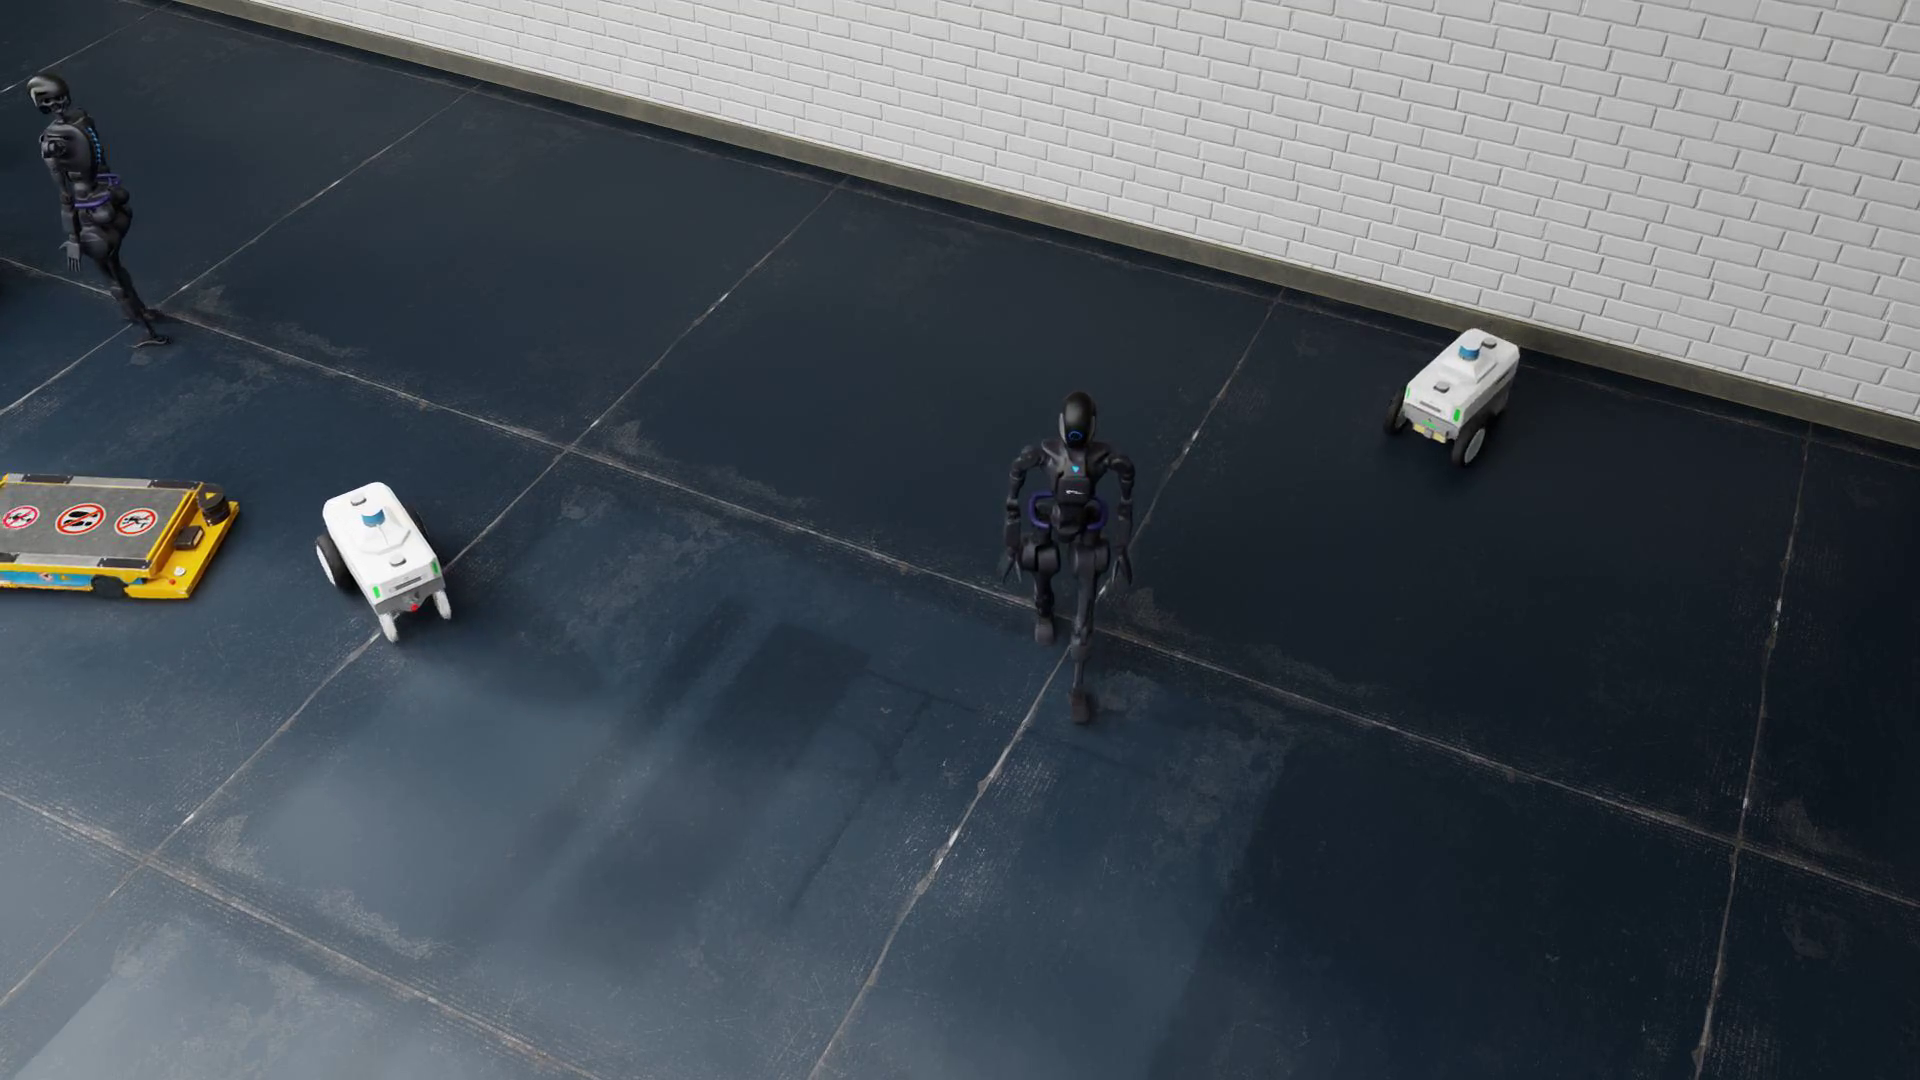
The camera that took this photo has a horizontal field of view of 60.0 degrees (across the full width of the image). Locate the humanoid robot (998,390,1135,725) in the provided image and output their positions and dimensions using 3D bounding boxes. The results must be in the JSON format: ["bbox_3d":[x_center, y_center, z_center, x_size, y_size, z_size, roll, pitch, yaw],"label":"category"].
[{"bbox_3d":[0.464,0.009,7.243,0.593,1.623,0.785,0,43,0],"label":"humanoid robot"}]

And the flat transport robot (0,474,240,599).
[{"bbox_3d":[-4.423,-0.021,8.278,1.431,0.231,0.659,3,43,3],"label":"flat transport robot"}]

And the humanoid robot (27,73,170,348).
[{"bbox_3d":[-4.788,-1.774,9.132,0.417,1.656,0.608,-1,43,-1],"label":"humanoid robot"}]

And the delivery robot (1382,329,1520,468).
[{"bbox_3d":[2.665,-0.797,8.908,0.499,0.599,0.784,31,51,29],"label":"delivery robot"}]

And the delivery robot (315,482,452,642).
[{"bbox_3d":[-2.760,0.063,7.974,0.499,0.590,0.793,-25,49,-25],"label":"delivery robot"}]
